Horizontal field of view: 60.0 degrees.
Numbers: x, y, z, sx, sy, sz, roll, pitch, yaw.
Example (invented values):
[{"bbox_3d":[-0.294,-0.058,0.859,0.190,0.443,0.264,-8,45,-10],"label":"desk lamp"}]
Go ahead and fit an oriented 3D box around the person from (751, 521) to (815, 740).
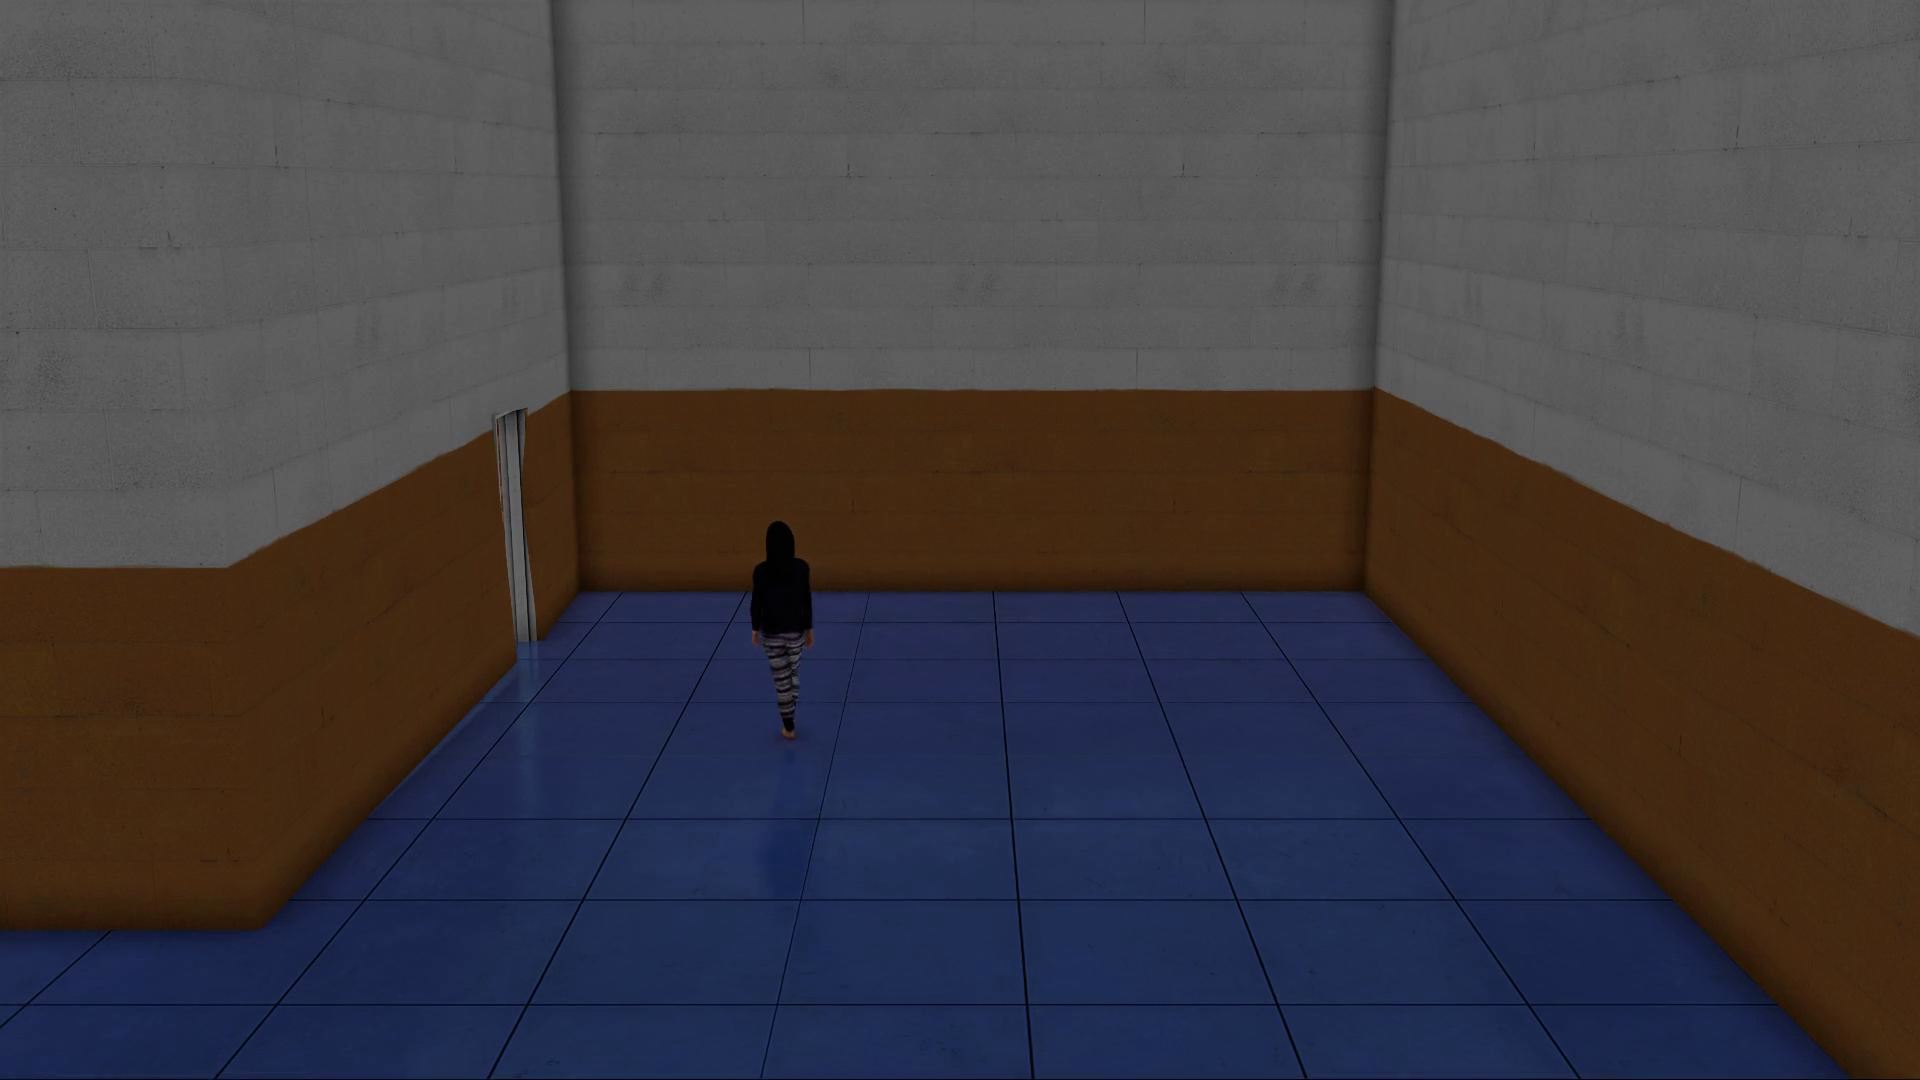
[{"bbox_3d":[-1.358,0.723,12.979,0.690,1.723,0.789,-4,13,-20],"label":"person"}]
